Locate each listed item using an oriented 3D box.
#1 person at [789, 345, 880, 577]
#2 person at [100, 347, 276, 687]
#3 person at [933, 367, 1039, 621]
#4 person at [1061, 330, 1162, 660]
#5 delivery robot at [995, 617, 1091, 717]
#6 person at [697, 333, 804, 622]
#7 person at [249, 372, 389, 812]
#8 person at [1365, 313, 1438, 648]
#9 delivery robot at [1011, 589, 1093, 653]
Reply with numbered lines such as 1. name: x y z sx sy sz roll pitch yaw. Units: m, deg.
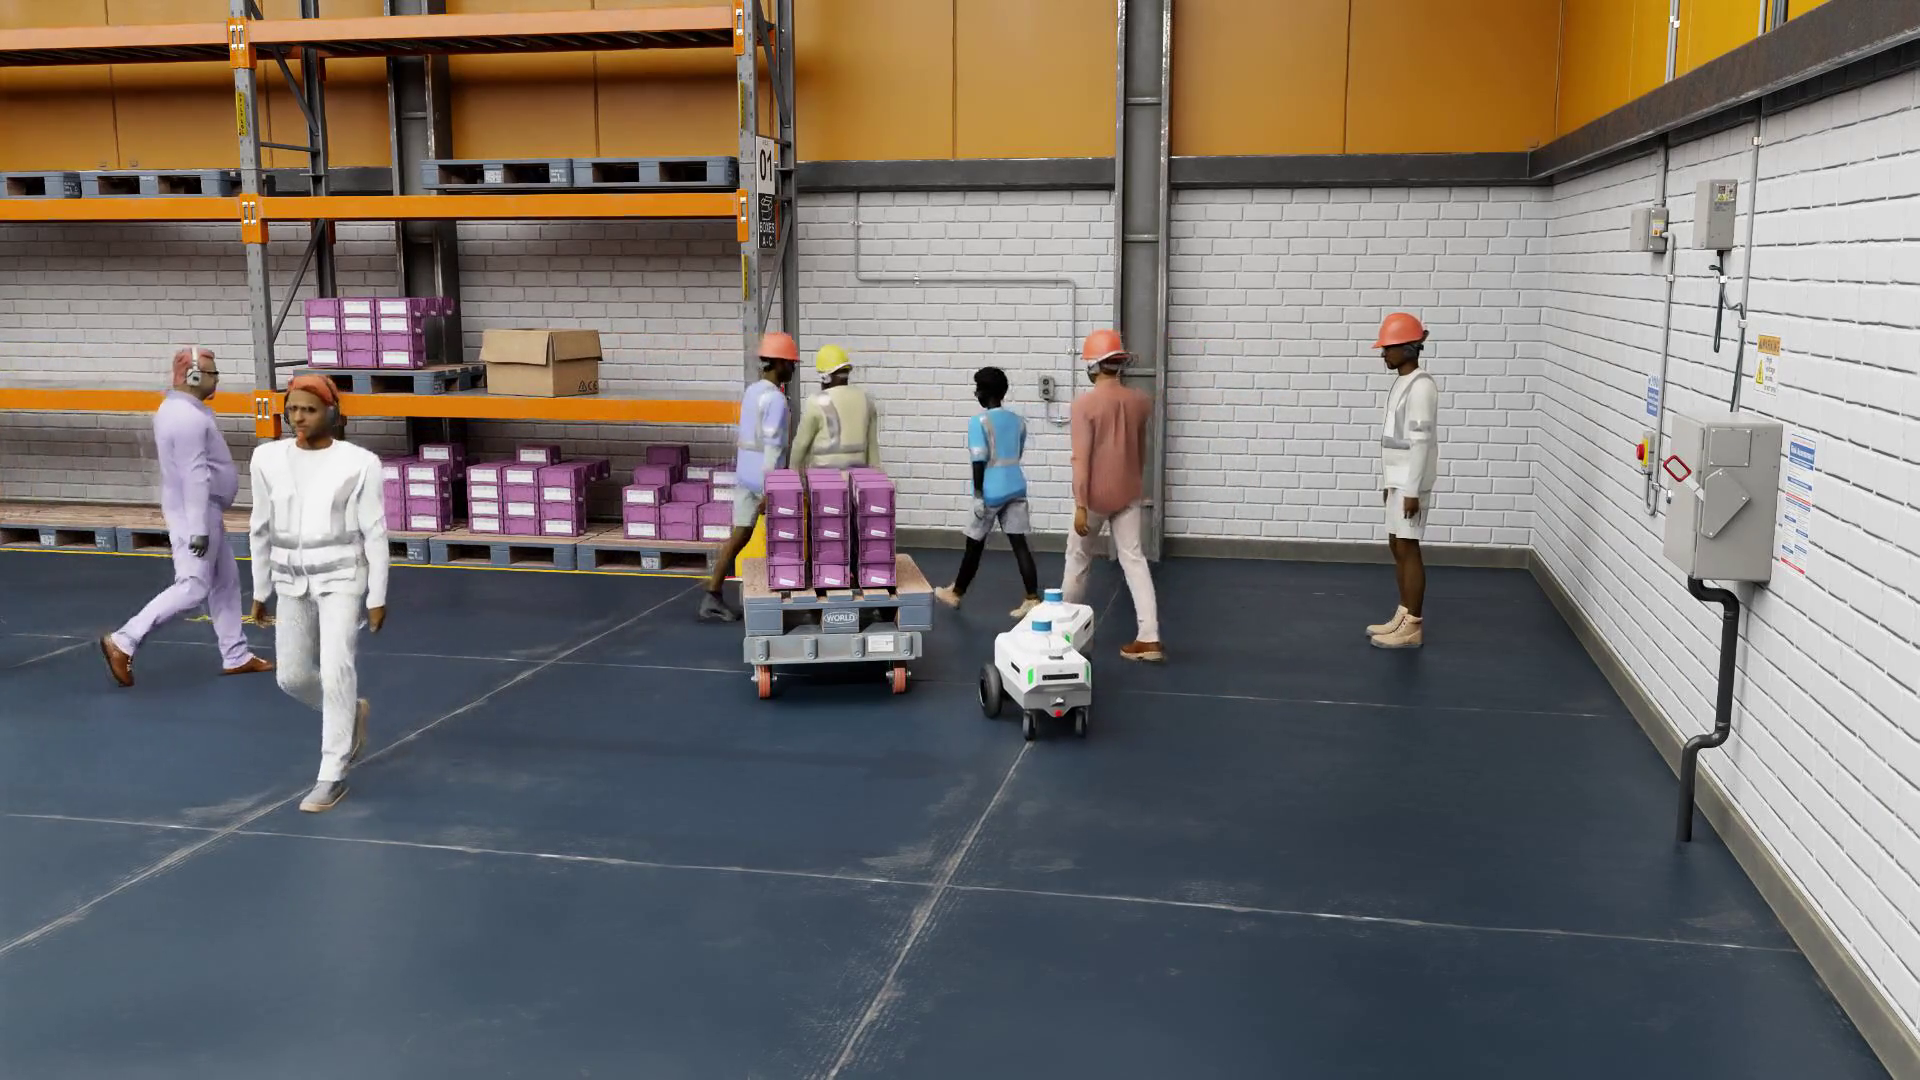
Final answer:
1. person: -0.866 -0.445 11.405 0.968 1.775 0.591 8 12 41
2. person: -4.286 -0.124 9.171 0.850 1.876 0.642 -5 11 -29
3. person: 0.218 -0.305 10.905 0.539 1.643 0.870 -9 13 -43
4. person: 0.870 -0.272 9.866 0.646 1.939 1.045 -7 11 -35
5. delivery robot: 0.408 0.629 8.302 0.477 0.478 0.707 -2 10 -12
6. person: -1.290 -0.400 10.836 0.960 1.888 0.542 -6 11 -32
7. person: -2.749 0.202 7.216 0.595 1.870 0.647 1 9 5
8. person: 2.679 -0.358 10.122 0.409 2.030 0.611 0 9 1
9. delivery robot: 0.506 0.509 9.026 0.477 0.478 0.707 3 10 14
